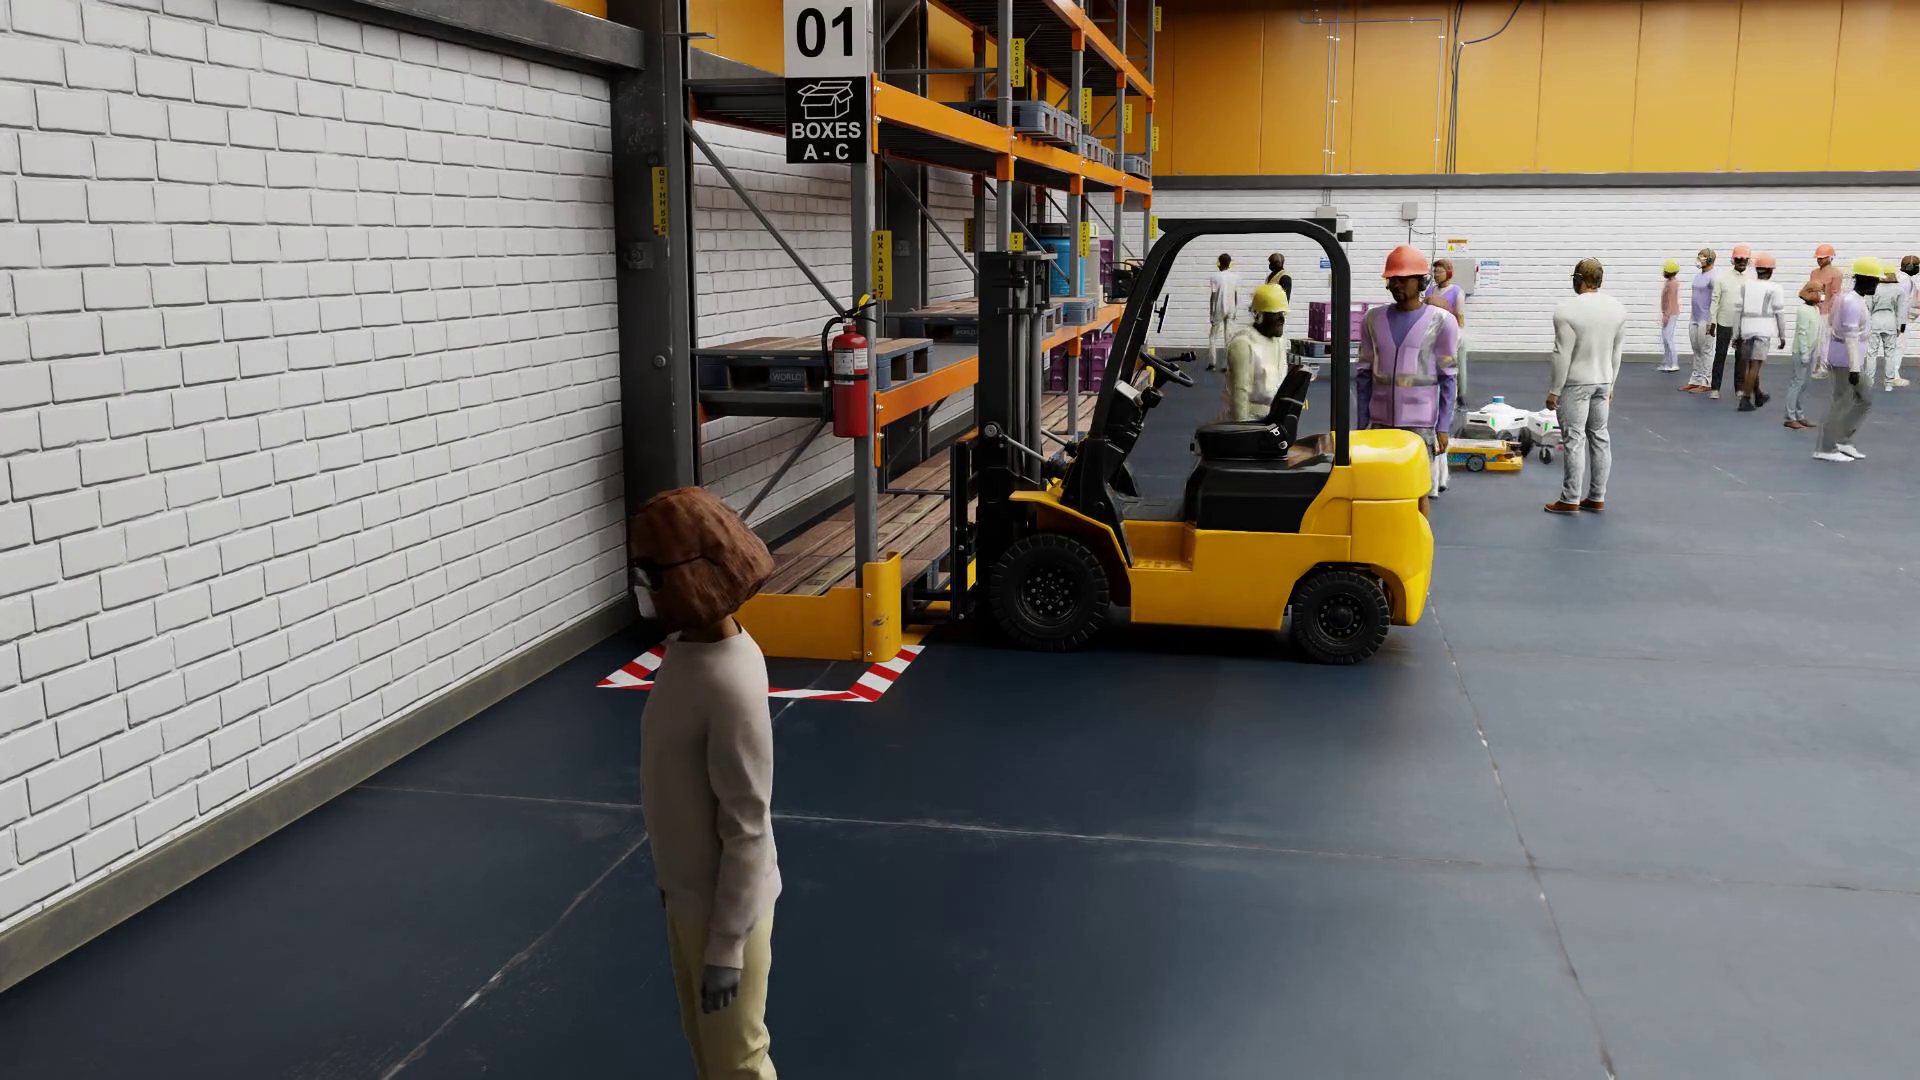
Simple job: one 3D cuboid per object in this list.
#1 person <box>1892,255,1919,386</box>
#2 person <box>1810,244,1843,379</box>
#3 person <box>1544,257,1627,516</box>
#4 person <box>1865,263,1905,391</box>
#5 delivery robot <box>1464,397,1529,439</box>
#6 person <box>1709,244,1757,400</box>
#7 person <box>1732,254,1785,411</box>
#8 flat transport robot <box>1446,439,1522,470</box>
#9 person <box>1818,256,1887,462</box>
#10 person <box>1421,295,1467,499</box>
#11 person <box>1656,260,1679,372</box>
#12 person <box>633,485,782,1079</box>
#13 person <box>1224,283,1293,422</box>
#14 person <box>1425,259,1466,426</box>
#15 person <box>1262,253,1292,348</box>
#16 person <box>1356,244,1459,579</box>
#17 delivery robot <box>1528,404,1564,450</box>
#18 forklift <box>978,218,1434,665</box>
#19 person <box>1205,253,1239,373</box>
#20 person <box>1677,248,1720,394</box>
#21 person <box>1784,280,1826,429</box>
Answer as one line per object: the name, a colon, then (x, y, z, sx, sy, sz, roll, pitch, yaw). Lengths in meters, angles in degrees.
person: (13.292, -3.086, 23.447, 0.428, 1.836, 0.626, 5, 12, 26)
person: (12.747, -3.377, 24.633, 0.404, 1.982, 0.614, -2, 11, -11)
person: (4.685, -1.146, 12.511, 0.627, 1.940, 0.376, -4, 11, -20)
person: (12.560, -2.901, 22.671, 0.488, 1.741, 0.316, 4, 11, 19)
delivery robot: (5.163, -1.137, 15.996, 0.707, 0.478, 0.477, -10, 14, -43)
person: (9.989, -2.804, 21.441, 0.608, 1.997, 0.375, 3, 11, 18)
person: (9.723, -2.516, 20.175, 0.966, 1.881, 0.560, -7, 13, -35)
flat transport robot: (4.376, -0.800, 15.185, 1.431, 0.197, 0.652, 3, 11, 16)
person: (8.305, -1.662, 15.413, 0.544, 1.904, 0.614, 7, 12, 33)
person: (3.788, -1.147, 13.373, 0.533, 1.619, 0.479, -3, 11, -18)
person: (11.009, -3.461, 25.800, 0.342, 1.726, 0.635, 3, 11, 18)
person: (-0.488, 0.705, 3.203, 0.289, 1.633, 0.497, -4, 11, -21)
person: (1.897, -0.813, 11.076, 0.599, 1.800, 0.729, -10, 14, -44)
person: (5.324, -2.171, 18.388, 0.379, 1.842, 0.570, -5, 12, -27)
person: (4.880, -3.521, 25.796, 0.429, 1.844, 0.627, -3, 11, -16)
person: (2.633, -0.725, 9.910, 0.609, 2.044, 0.395, 8, 13, 37)
delivery robot: (5.566, -1.062, 15.588, 0.477, 0.478, 0.707, 1, 10, 7)
forklift: (1.285, -0.567, 8.635, 2.313, 2.155, 1.214, 2, 11, 11)
person: (4.052, -3.511, 25.773, 0.490, 1.835, 0.704, -2, 11, -11)
person: (9.953, -2.929, 22.280, 0.372, 1.940, 0.627, 0, 10, -1)
person: (9.257, -2.027, 18.201, 0.284, 1.624, 0.505, 9, 14, 40)
